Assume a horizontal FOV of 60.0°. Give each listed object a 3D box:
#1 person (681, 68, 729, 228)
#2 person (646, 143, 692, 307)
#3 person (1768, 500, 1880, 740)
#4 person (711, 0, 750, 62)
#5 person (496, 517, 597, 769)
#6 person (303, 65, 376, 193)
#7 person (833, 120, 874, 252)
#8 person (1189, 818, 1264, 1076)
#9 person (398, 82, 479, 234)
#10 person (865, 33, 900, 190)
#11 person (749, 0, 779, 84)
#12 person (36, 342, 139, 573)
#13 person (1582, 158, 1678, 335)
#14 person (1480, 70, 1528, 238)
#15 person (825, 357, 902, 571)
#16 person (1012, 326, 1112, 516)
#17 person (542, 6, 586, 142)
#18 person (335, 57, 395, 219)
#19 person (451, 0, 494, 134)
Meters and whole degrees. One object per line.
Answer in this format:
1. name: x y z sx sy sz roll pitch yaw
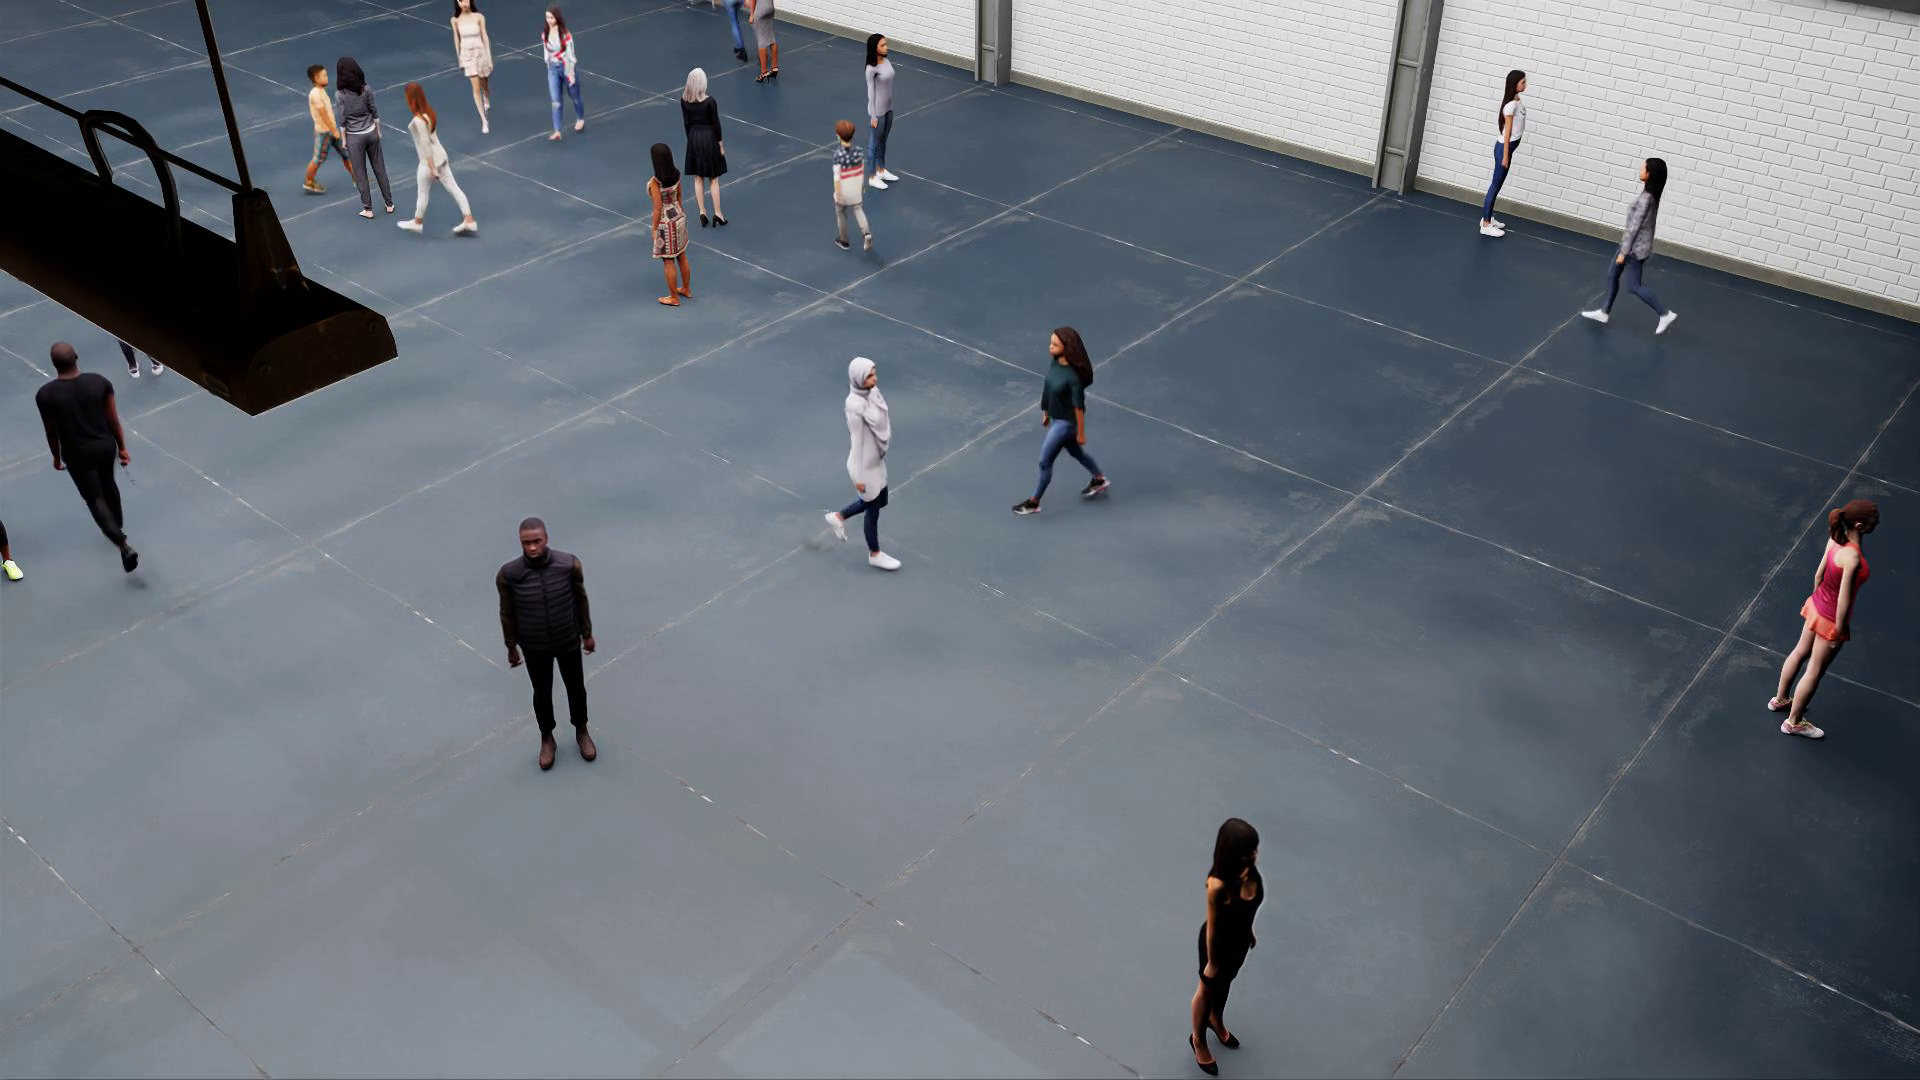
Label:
1. person: -2.758 -4.234 17.963 0.638 1.747 0.745 8 34 12
2. person: -2.869 -3.117 16.374 0.597 1.645 0.692 17 37 23
3. person: 5.659 0.490 10.849 0.718 1.754 0.671 2 34 3
4. person: -3.086 -7.394 22.863 0.653 1.584 0.725 -21 39 -28
5. person: -2.593 0.638 10.554 0.781 1.835 0.772 -10 35 -15
6. person: -7.257 -4.620 18.835 1.028 1.425 0.967 -3 34 -4
7. person: -1.132 -3.689 17.429 0.669 1.430 0.865 -20 39 -27
8. person: 1.360 2.066 8.571 0.466 1.650 0.549 26 41 33
9. person: -5.527 -4.022 17.718 1.160 1.665 0.983 4 34 5
10. person: -0.926 -4.914 18.996 0.607 1.736 0.655 15 36 21
11. person: -2.608 -6.992 22.081 0.501 1.781 0.577 24 41 32
12. person: -6.482 -0.598 12.451 0.785 1.792 1.183 -27 42 -34
13. person: 6.494 -2.745 15.764 1.133 1.701 0.734 18 38 25
14. person: 5.821 -4.154 17.817 0.619 1.775 0.646 12 36 18
15. person: -0.759 -0.570 12.436 0.965 1.762 0.765 14 36 20
16. person: 0.907 -0.951 13.179 1.027 1.575 1.125 -11 35 -16
17. person: -4.818 -5.728 20.370 1.085 1.571 0.998 6 34 9
18. person: -6.549 -4.411 18.212 0.640 1.764 0.576 -24 40 -31
19. person: -5.977 -5.945 20.579 0.983 1.701 1.111 -7 34 -11
